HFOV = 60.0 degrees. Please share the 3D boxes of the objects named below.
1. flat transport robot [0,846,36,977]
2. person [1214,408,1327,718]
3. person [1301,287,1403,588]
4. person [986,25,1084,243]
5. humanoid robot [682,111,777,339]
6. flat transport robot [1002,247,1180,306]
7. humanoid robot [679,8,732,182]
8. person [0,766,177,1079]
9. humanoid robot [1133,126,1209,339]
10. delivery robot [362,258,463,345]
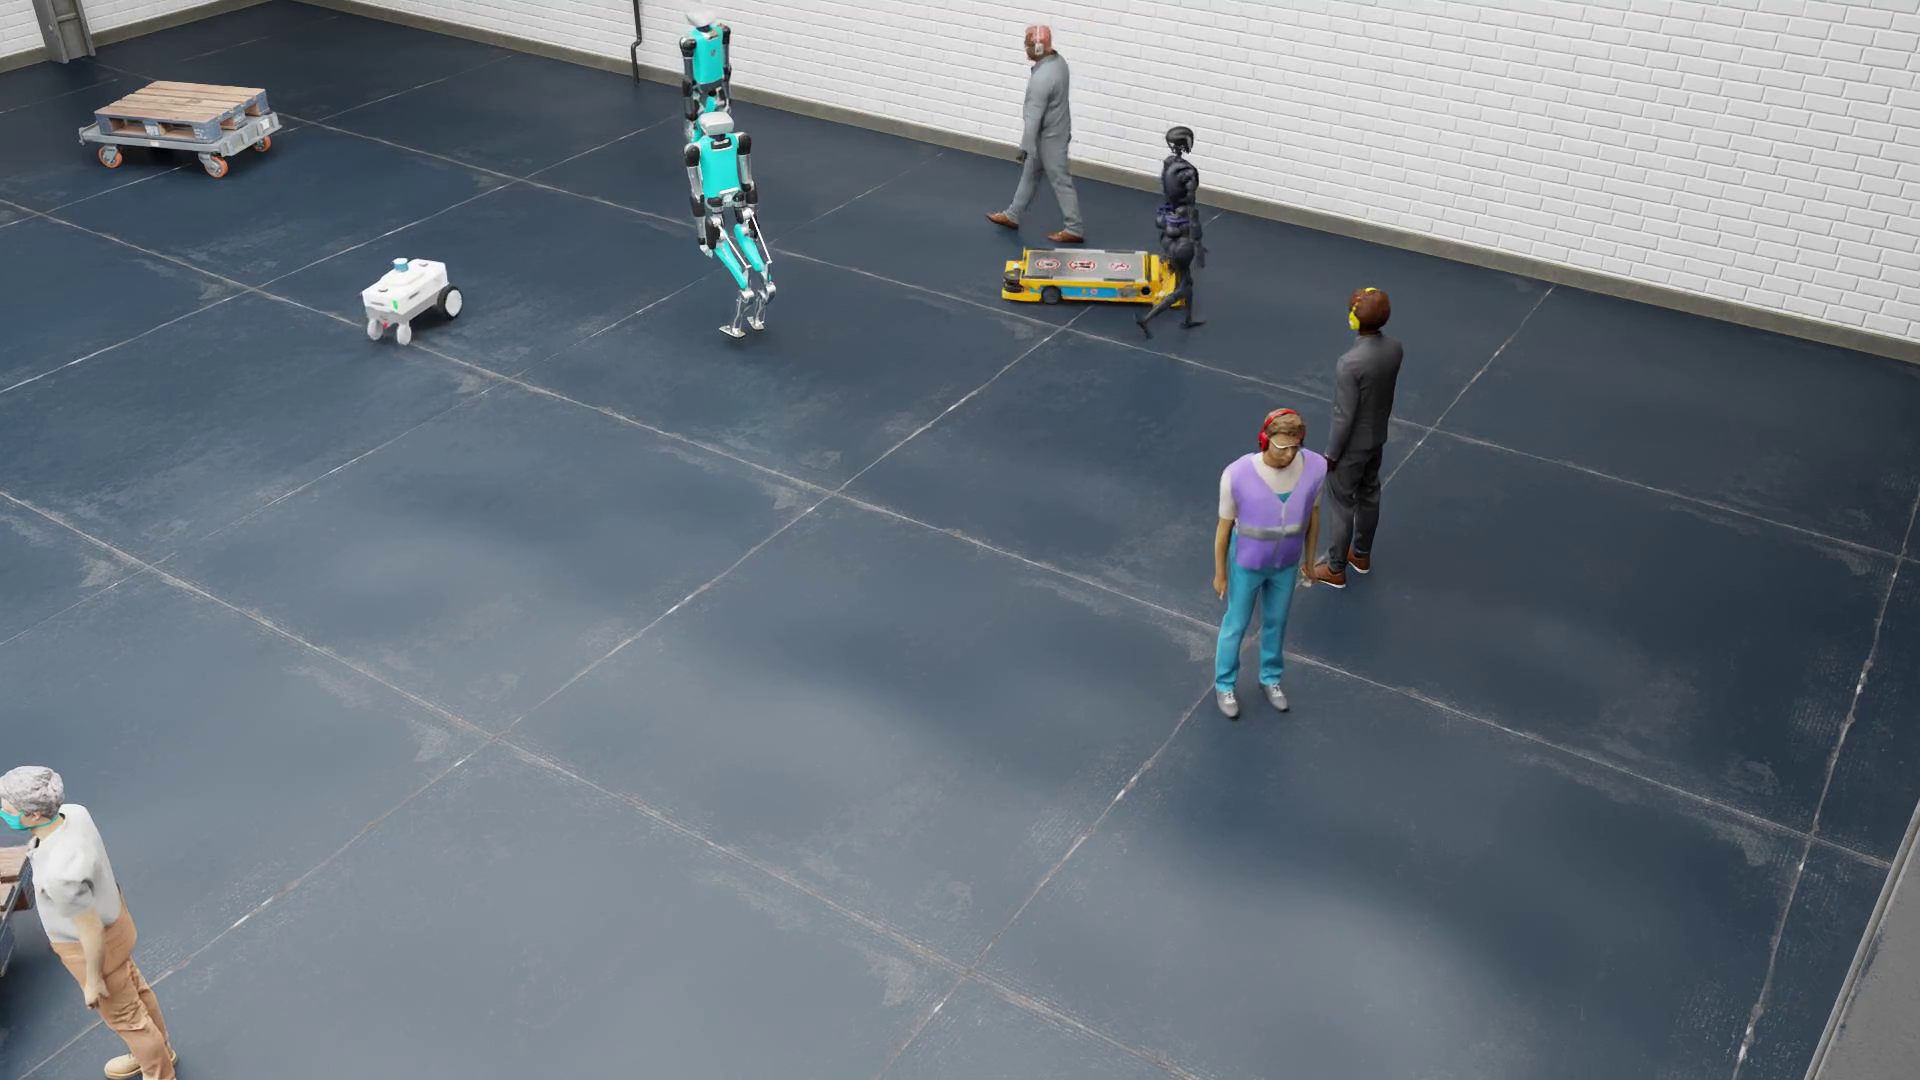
[{"bbox_3d":[-4.708,1.966,7.197,0.659,0.231,1.431,-5,33,-8],"label":"flat transport robot"},{"bbox_3d":[1.571,0.105,8.649,0.557,1.835,0.394,-9,34,-13],"label":"person"},{"bbox_3d":[2.306,-0.584,9.682,0.500,1.872,0.335,-24,40,-32],"label":"person"},{"bbox_3d":[0.653,-3.436,14.131,0.914,1.858,0.647,5,33,8],"label":"person"},{"bbox_3d":[-1.634,-2.276,12.316,0.533,1.677,0.735,-20,38,-28],"label":"humanoid robot"},{"bbox_3d":[1.078,-2.148,13.598,1.431,0.231,0.659,3,33,4],"label":"flat transport robot"},{"bbox_3d":[-2.383,-3.950,15.042,0.914,1.758,0.555,26,41,34],"label":"humanoid robot"},{"bbox_3d":[-3.376,1.560,6.461,0.314,1.746,0.491,-15,36,-22],"label":"person"},{"bbox_3d":[1.634,-2.336,12.623,0.635,1.637,0.602,-9,34,-14],"label":"humanoid robot"},{"bbox_3d":[-4.296,-1.905,12.950,0.499,0.589,0.785,11,34,17],"label":"delivery robot"}]
